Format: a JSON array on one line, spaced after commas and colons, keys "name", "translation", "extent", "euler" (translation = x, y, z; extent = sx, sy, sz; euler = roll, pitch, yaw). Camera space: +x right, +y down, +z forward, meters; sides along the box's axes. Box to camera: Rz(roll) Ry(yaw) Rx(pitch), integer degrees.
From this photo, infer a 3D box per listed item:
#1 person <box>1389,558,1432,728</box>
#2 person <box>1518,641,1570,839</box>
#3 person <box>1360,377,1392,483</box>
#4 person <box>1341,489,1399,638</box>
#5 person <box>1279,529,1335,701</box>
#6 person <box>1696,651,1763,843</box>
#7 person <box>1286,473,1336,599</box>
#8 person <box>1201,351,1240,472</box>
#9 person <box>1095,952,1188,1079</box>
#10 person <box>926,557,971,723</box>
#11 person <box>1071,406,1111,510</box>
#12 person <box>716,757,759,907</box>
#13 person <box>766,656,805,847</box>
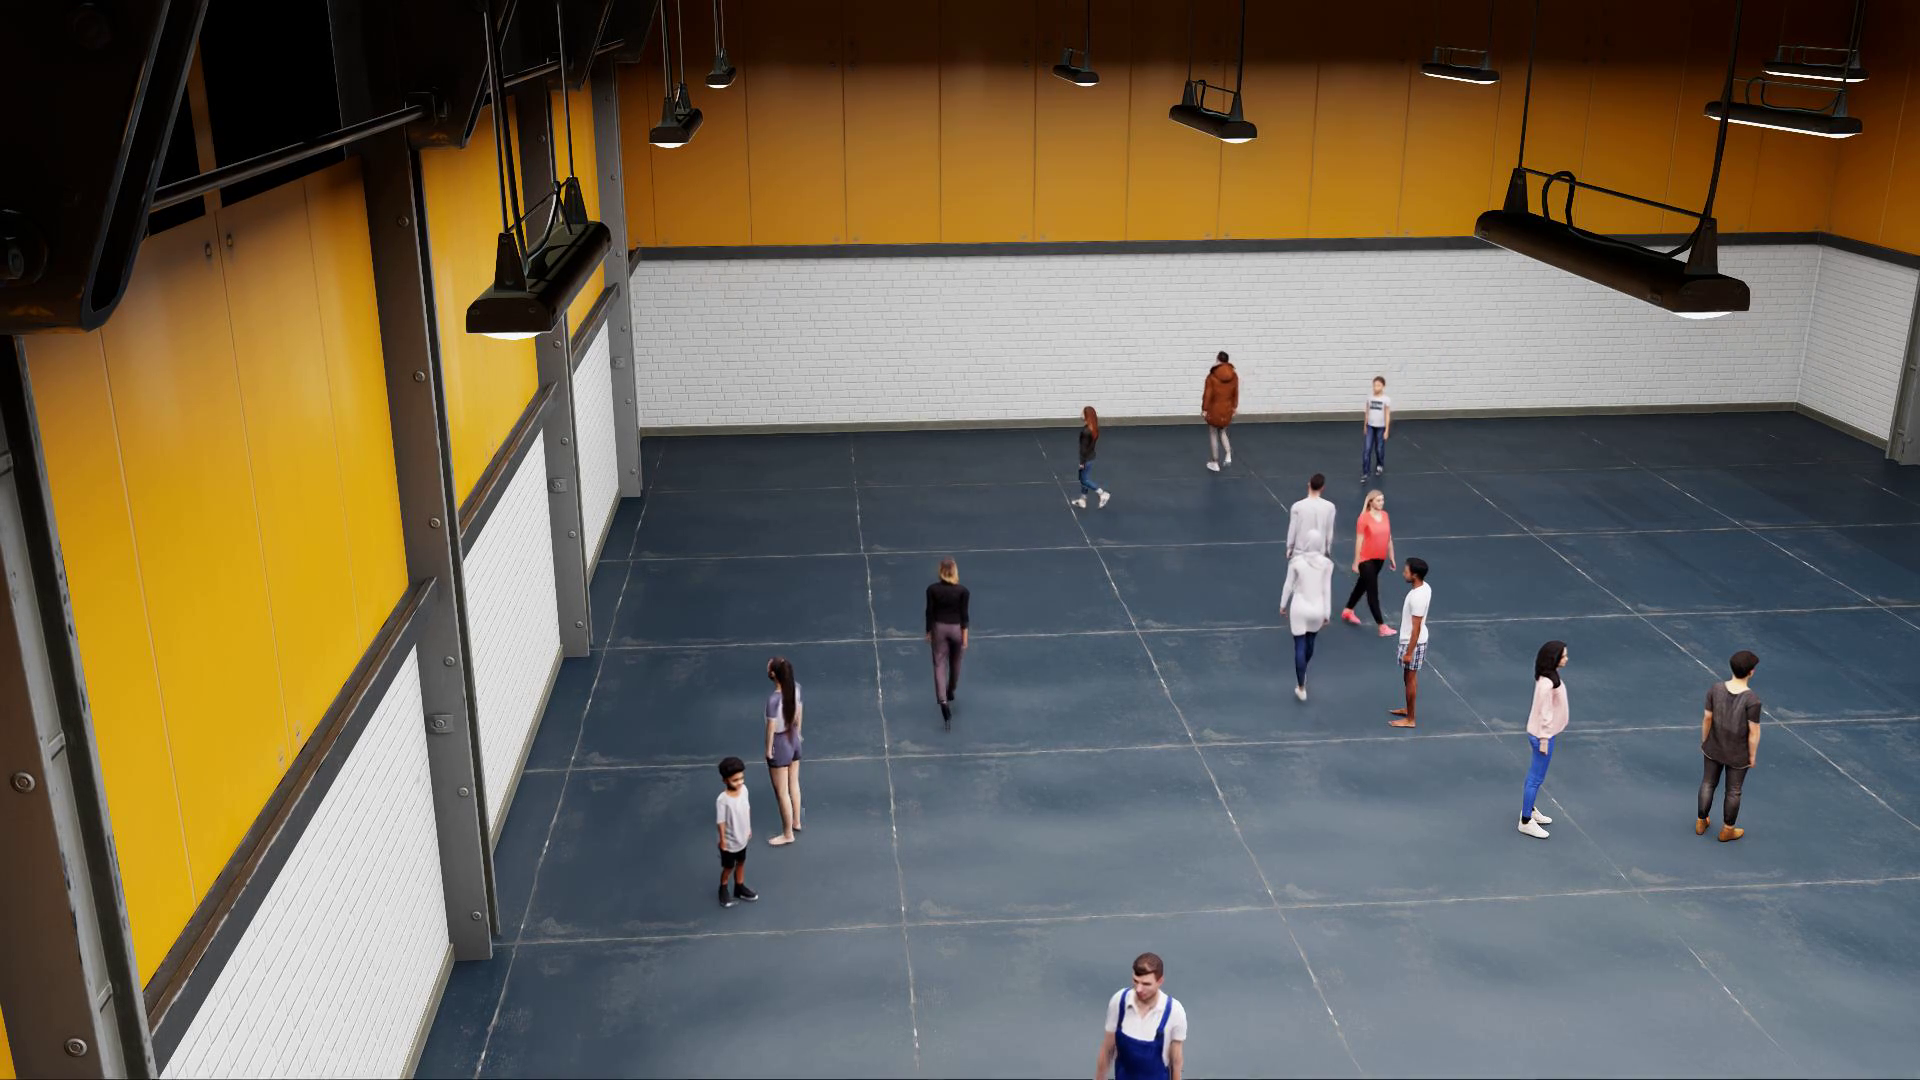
[{"name": "person", "translation": [4.480, 0.996, 16.442], "extent": [0.757, 1.729, 0.604], "euler": [6, 19, 16]}, {"name": "person", "translation": [5.028, 1.681, 14.346], "extent": [0.791, 1.768, 0.656], "euler": [8, 20, 22]}, {"name": "person", "translation": [6.195, -1.661, 24.653], "extent": [0.911, 1.524, 1.099], "euler": [10, 21, 27]}, {"name": "person", "translation": [4.586, 0.237, 18.831], "extent": [0.965, 1.644, 1.210], "euler": [-12, 22, -32]}, {"name": "person", "translation": [3.560, 0.797, 17.024], "extent": [0.770, 1.736, 1.168], "euler": [2, 19, 5]}, {"name": "person", "translation": [6.574, 1.750, 14.223], "extent": [0.771, 1.717, 0.686], "euler": [-17, 25, -40]}, {"name": "person", "translation": [3.967, 0.154, 18.806], "extent": [0.715, 1.817, 0.706], "euler": [-1, 19, -2]}, {"name": "person", "translation": [3.922, -1.904, 24.902], "extent": [0.812, 1.826, 0.828], "euler": [-8, 20, -22]}, {"name": "person", "translation": [1.112, 3.182, 9.816], "extent": [0.982, 1.815, 1.132], "euler": [10, 21, 28]}, {"name": "person", "translation": [-0.126, 1.023, 16.516], "extent": [0.671, 1.631, 1.063], "euler": [0, 19, 0]}, {"name": "person", "translation": [1.835, -1.130, 23.160], "extent": [0.802, 1.470, 0.834], "euler": [6, 20, 17]}, {"name": "person", "translation": [-1.813, 2.309, 13.289], "extent": [0.658, 1.254, 0.598], "euler": [16, 24, 39]}, {"name": "person", "translation": [-1.483, 1.788, 14.229], "extent": [0.791, 1.641, 0.694], "euler": [9, 21, 25]}]
